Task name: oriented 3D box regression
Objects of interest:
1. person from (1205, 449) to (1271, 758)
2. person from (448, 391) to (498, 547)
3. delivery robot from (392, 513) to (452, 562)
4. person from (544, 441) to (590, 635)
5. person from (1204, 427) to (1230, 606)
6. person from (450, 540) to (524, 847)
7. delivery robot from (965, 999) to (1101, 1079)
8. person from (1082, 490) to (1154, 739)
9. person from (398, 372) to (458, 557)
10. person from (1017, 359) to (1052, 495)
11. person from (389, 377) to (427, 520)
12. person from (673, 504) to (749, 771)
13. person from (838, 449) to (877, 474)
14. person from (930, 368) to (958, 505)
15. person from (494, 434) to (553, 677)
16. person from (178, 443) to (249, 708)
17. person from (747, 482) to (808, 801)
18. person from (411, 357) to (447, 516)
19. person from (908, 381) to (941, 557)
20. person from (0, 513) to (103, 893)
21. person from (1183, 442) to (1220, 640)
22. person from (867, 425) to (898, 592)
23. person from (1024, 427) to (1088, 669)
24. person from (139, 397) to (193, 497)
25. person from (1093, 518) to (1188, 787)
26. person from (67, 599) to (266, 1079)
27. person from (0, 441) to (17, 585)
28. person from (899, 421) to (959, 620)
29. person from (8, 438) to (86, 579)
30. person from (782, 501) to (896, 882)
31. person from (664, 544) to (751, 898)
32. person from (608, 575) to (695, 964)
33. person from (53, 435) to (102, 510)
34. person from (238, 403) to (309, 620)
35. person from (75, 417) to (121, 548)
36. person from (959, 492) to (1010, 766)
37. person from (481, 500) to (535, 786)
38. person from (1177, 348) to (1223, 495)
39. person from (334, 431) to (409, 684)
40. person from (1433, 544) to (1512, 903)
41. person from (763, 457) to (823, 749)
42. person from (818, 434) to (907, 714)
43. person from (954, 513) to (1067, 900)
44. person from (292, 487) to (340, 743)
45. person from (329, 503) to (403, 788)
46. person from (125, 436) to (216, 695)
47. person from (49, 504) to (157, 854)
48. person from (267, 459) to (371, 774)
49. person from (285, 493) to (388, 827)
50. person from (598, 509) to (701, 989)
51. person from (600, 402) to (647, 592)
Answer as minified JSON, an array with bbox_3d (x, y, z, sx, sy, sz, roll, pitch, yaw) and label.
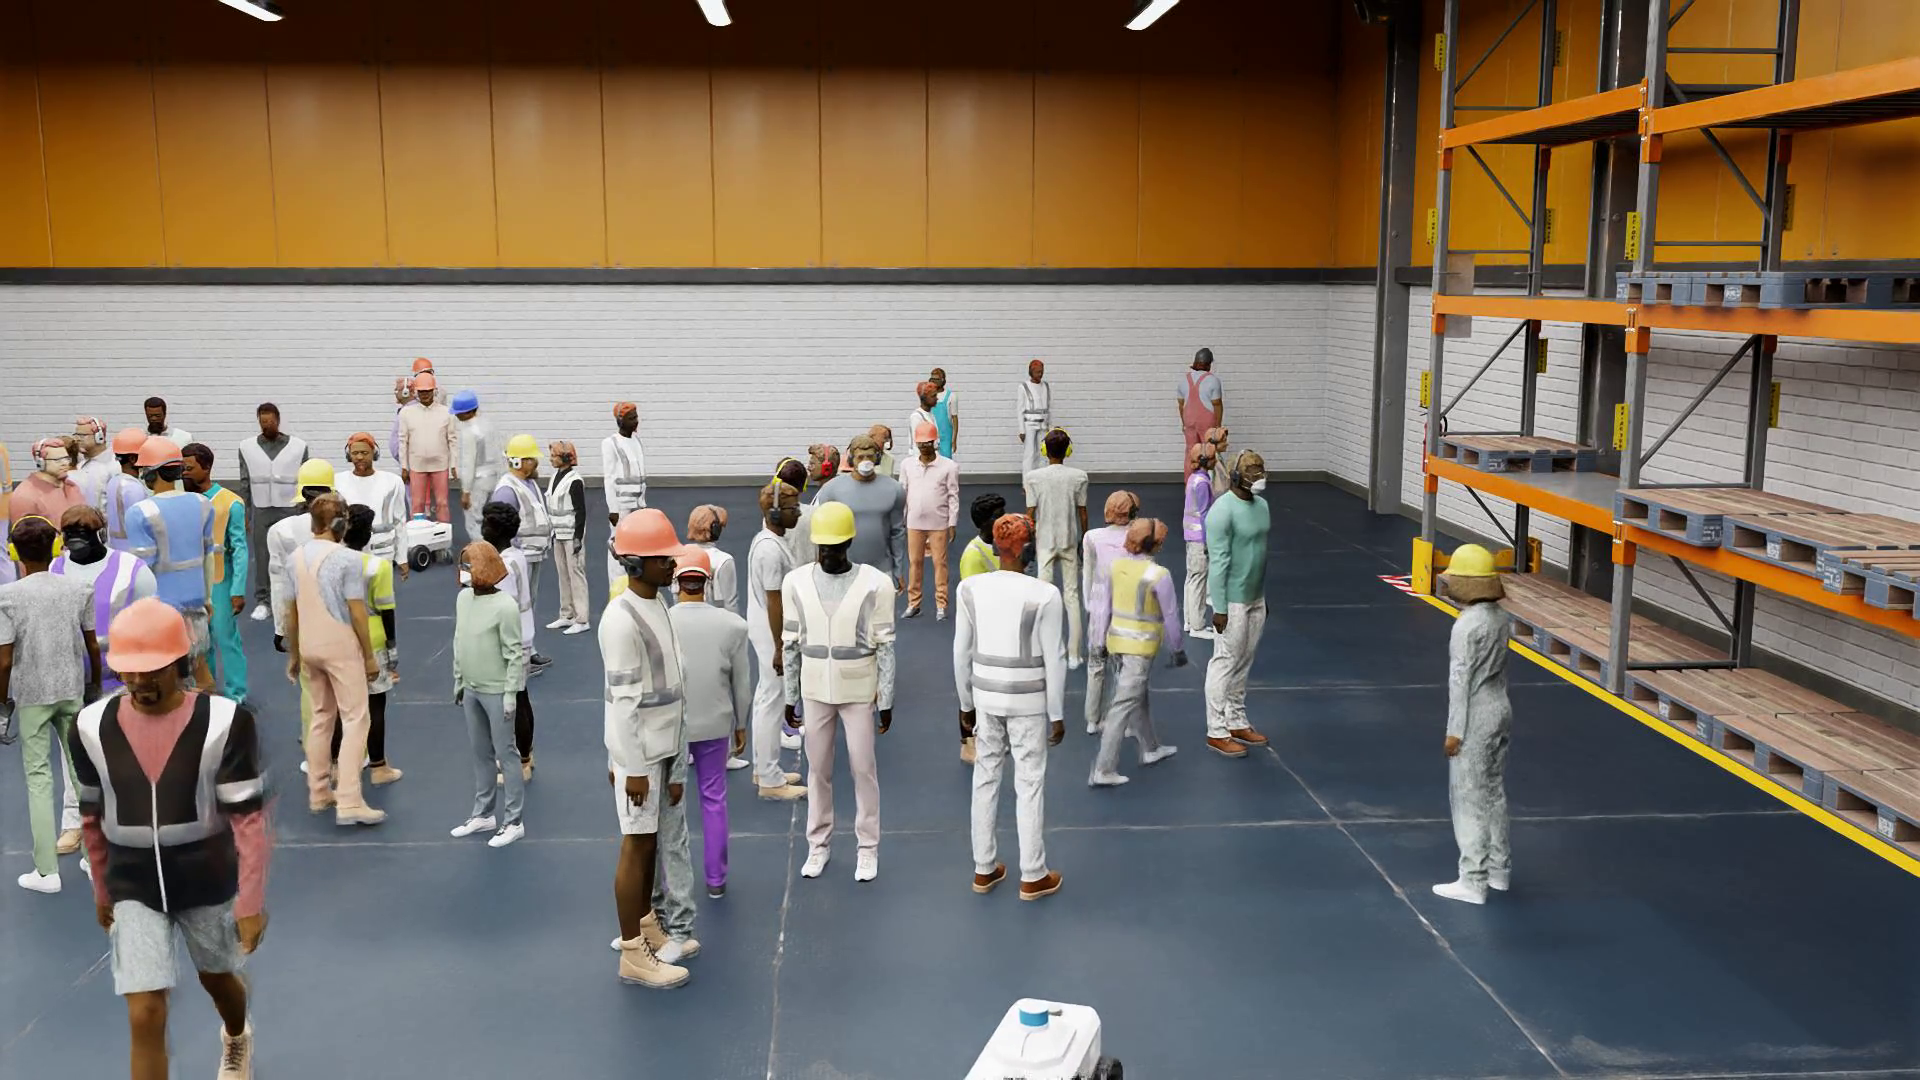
[{"bbox_3d":[1.772,0.388,10.541,0.354,1.938,0.636,7,11,36],"label":"person"},{"bbox_3d":[-4.775,-0.547,16.580,0.427,1.903,0.811,1,9,5],"label":"person"},{"bbox_3d":[-5.602,-0.033,17.225,0.477,0.478,0.707,4,10,23],"label":"delivery robot"},{"bbox_3d":[-3.324,-0.025,14.070,0.307,1.639,0.525,-7,11,-38],"label":"person"},{"bbox_3d":[2.329,-0.222,15.301,0.310,1.642,0.514,3,9,17],"label":"person"},{"bbox_3d":[-2.520,0.809,8.851,0.498,1.634,0.279,7,11,37],"label":"person"},{"bbox_3d":[0.249,1.810,5.652,0.477,0.478,0.707,3,10,17],"label":"delivery robot"},{"bbox_3d":[1.027,0.489,10.877,0.504,1.632,0.310,5,10,28],"label":"person"},{"bbox_3d":[-5.673,-0.790,17.761,0.608,1.995,0.376,-3,9,-17],"label":"person"},{"bbox_3d":[1.030,-1.538,22.852,0.585,1.875,0.364,-7,12,-39],"label":"person"},{"bbox_3d":[-6.063,-0.834,18.317,0.410,1.909,0.642,-2,9,-15],"label":"person"},{"bbox_3d":[-1.535,0.597,10.161,0.524,1.639,0.306,7,11,38],"label":"person"},{"bbox_3d":[-0.756,0.192,12.344,0.328,1.753,0.560,-1,9,-3],"label":"person"},{"bbox_3d":[-0.273,-1.286,21.347,0.515,1.843,0.327,4,10,24],"label":"person"},{"bbox_3d":[-3.304,0.107,12.630,0.404,1.832,0.600,0,9,2],"label":"person"},{"bbox_3d":[-5.034,0.303,11.147,0.596,1.916,0.385,3,9,17],"label":"person"},{"bbox_3d":[-1.065,0.579,9.637,0.339,1.845,0.507,-2,9,-10],"label":"person"},{"bbox_3d":[-6.720,-1.299,20.956,0.381,1.995,0.611,6,11,32],"label":"person"},{"bbox_3d":[-0.382,-0.771,17.991,0.346,1.882,0.578,2,9,14],"label":"person"},{"bbox_3d":[-4.489,0.798,8.191,0.316,1.867,0.531,7,12,38],"label":"person"},{"bbox_3d":[2.013,0.004,13.890,0.307,1.641,0.513,0,9,-2],"label":"person"},{"bbox_3d":[-0.779,-0.282,15.743,0.279,1.628,0.503,7,12,38],"label":"person"},{"bbox_3d":[0.731,0.067,12.772,0.521,1.873,0.336,0,9,-2],"label":"person"},{"bbox_3d":[-7.436,-0.387,15.520,0.584,1.908,0.390,-3,9,-17],"label":"person"},{"bbox_3d":[1.104,0.653,9.933,0.856,1.593,0.525,-7,11,-36],"label":"person"},{"bbox_3d":[-2.660,1.142,5.687,0.608,1.991,1.037,-2,9,-12],"label":"person"},{"bbox_3d":[-8.425,-0.231,14.459,0.377,1.929,0.585,-5,10,-27],"label":"person"},{"bbox_3d":[-0.288,-0.168,14.611,0.565,1.751,0.330,2,9,14],"label":"person"},{"bbox_3d":[-6.262,0.240,11.576,0.399,1.908,0.643,1,9,7],"label":"person"},{"bbox_3d":[-0.609,0.754,8.311,0.587,1.920,0.397,2,9,11],"label":"person"},{"bbox_3d":[-1.299,0.884,8.067,0.576,1.736,0.355,-3,10,-21],"label":"person"},{"bbox_3d":[-1.395,1.002,7.340,0.488,1.731,0.325,7,12,39],"label":"person"},{"bbox_3d":[-6.645,0.131,12.491,0.358,1.837,0.506,2,9,14],"label":"person"},{"bbox_3d":[-6.032,-0.256,14.695,0.615,1.907,0.447,-2,9,-15],"label":"person"},{"bbox_3d":[-6.868,-0.028,13.256,0.638,1.910,0.407,4,10,23],"label":"person"},{"bbox_3d":[0.158,0.545,10.310,0.320,1.695,0.538,3,10,19],"label":"person"},{"bbox_3d":[-2.699,0.610,9.906,0.316,1.695,0.542,-1,9,-8],"label":"person"},{"bbox_3d":[3.346,-1.620,22.831,0.678,2.000,0.537,8,12,40],"label":"person"},{"bbox_3d":[-4.371,0.141,12.269,0.573,1.883,0.359,-3,9,-18],"label":"person"},{"bbox_3d":[2.510,0.882,8.125,0.404,1.721,0.491,7,12,39],"label":"person"},{"bbox_3d":[-1.073,0.402,10.662,0.521,1.874,0.327,-9,13,-44],"label":"person"},{"bbox_3d":[-0.666,0.230,11.532,0.629,1.940,0.379,-3,10,-18],"label":"person"},{"bbox_3d":[0.248,0.806,8.093,0.576,1.881,0.352,5,10,28],"label":"person"},{"bbox_3d":[-4.048,0.461,10.620,0.526,1.769,0.330,7,11,38],"label":"person"},{"bbox_3d":[-3.570,0.625,9.843,0.544,1.689,0.322,2,9,14],"label":"person"},{"bbox_3d":[-4.876,0.379,10.273,0.378,2.044,0.608,4,10,21],"label":"person"},{"bbox_3d":[-4.541,0.724,8.733,0.619,1.845,0.430,-2,9,-10],"label":"person"},{"bbox_3d":[-3.855,0.468,10.075,0.594,1.924,0.382,-5,10,-26],"label":"person"},{"bbox_3d":[-3.457,0.671,9.152,0.751,1.820,0.532,4,10,25],"label":"person"},{"bbox_3d":[-1.325,0.878,7.140,0.374,2.044,0.605,0,9,2],"label":"person"},{"bbox_3d":[-3.027,-0.315,15.127,0.354,1.883,0.573,3,10,19],"label":"person"}]
